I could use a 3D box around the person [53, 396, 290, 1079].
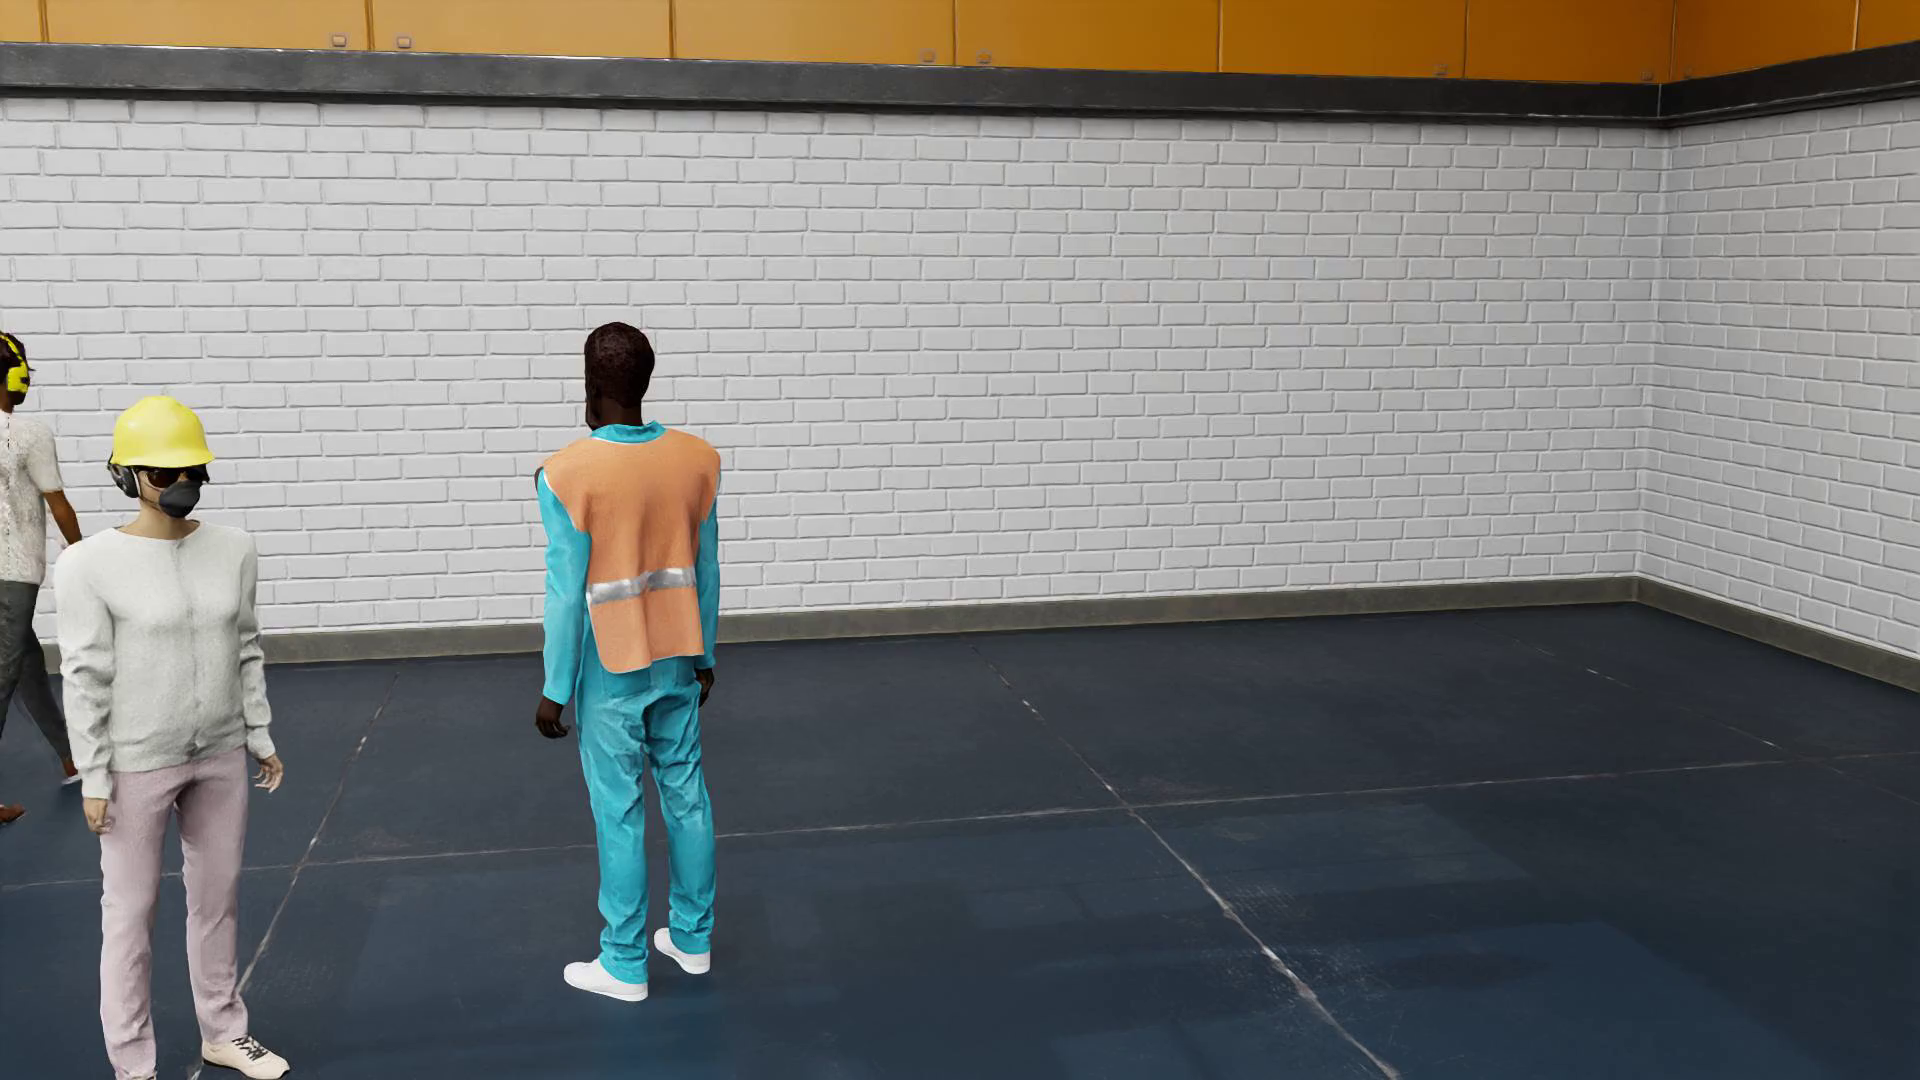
[{"bbox_3d":[-1.908,0.531,4.071,0.320,1.769,0.523,6,11,32],"label":"person"}]

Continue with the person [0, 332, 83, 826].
[{"bbox_3d":[-3.543,0.134,6.318,0.522,1.821,0.949,3,10,19],"label":"person"}]

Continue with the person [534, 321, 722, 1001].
[{"bbox_3d":[-0.922,0.349,4.720,0.391,1.920,0.587,9,13,42],"label":"person"}]
